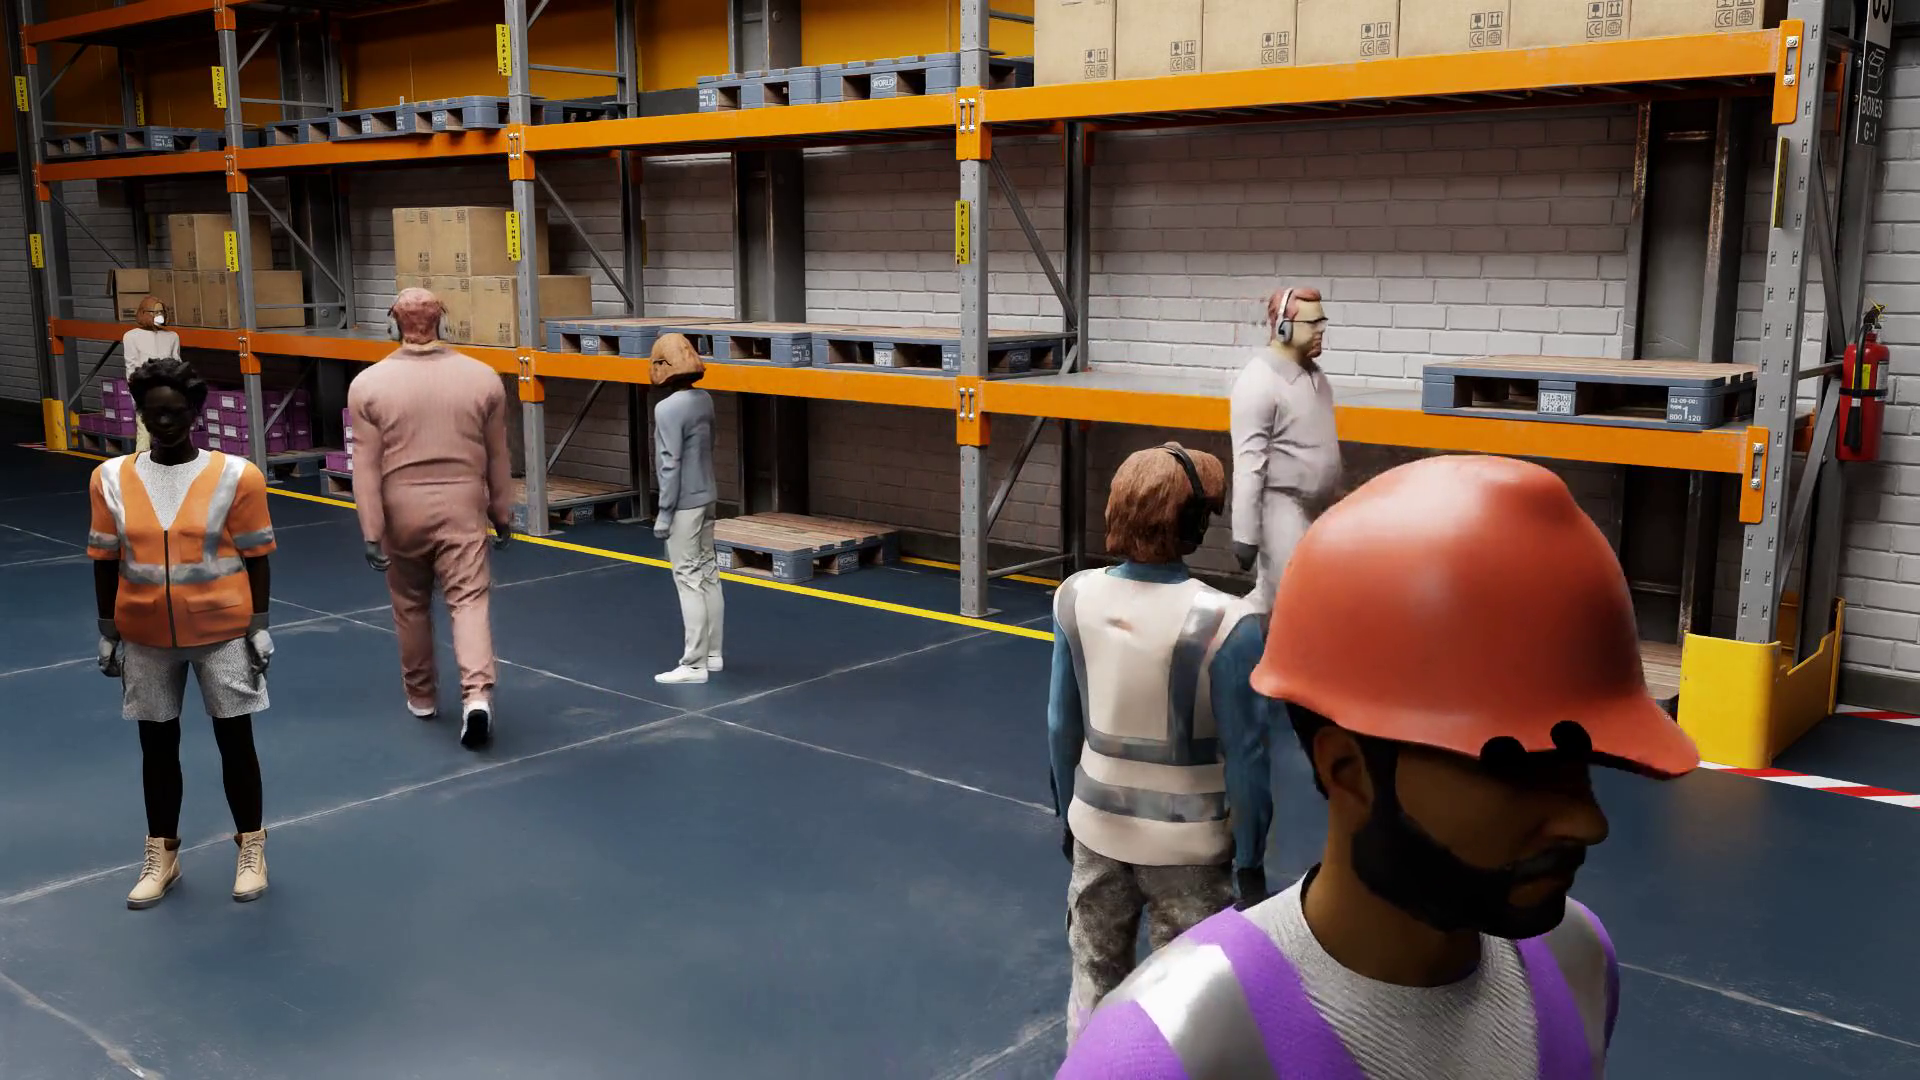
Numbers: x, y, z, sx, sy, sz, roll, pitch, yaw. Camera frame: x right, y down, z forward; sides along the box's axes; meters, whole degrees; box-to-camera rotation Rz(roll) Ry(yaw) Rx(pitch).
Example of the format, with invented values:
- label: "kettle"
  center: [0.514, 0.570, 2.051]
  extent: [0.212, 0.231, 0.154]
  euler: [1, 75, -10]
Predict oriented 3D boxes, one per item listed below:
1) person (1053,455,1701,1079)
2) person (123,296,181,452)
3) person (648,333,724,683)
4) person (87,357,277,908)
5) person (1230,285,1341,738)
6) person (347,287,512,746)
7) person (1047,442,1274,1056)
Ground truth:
- label: "person"
  center: [0.309, 0.870, 1.285]
  extent: [0.562, 1.887, 0.993]
  euler: [-5, 11, -29]
- label: "person"
  center: [-6.660, -1.198, 13.785]
  extent: [0.277, 1.629, 0.497]
  euler: [6, 12, 33]
- label: "person"
  center: [-1.286, -0.144, 7.762]
  extent: [0.287, 1.632, 0.501]
  euler: [3, 10, 15]
- label: "person"
  center: [-2.382, 0.288, 5.120]
  extent: [0.541, 1.697, 0.316]
  euler: [-2, 10, -10]
- label: "person"
  center: [1.289, -0.117, 6.911]
  extent: [0.873, 1.879, 0.639]
  euler: [6, 12, 31]
- label: "person"
  center: [-2.164, -0.105, 6.874]
  extent: [0.644, 1.876, 0.936]
  euler: [-4, 11, -24]
- label: "person"
  center: [0.398, 0.622, 3.382]
  extent: [0.521, 1.640, 0.307]
  euler: [9, 13, 41]
